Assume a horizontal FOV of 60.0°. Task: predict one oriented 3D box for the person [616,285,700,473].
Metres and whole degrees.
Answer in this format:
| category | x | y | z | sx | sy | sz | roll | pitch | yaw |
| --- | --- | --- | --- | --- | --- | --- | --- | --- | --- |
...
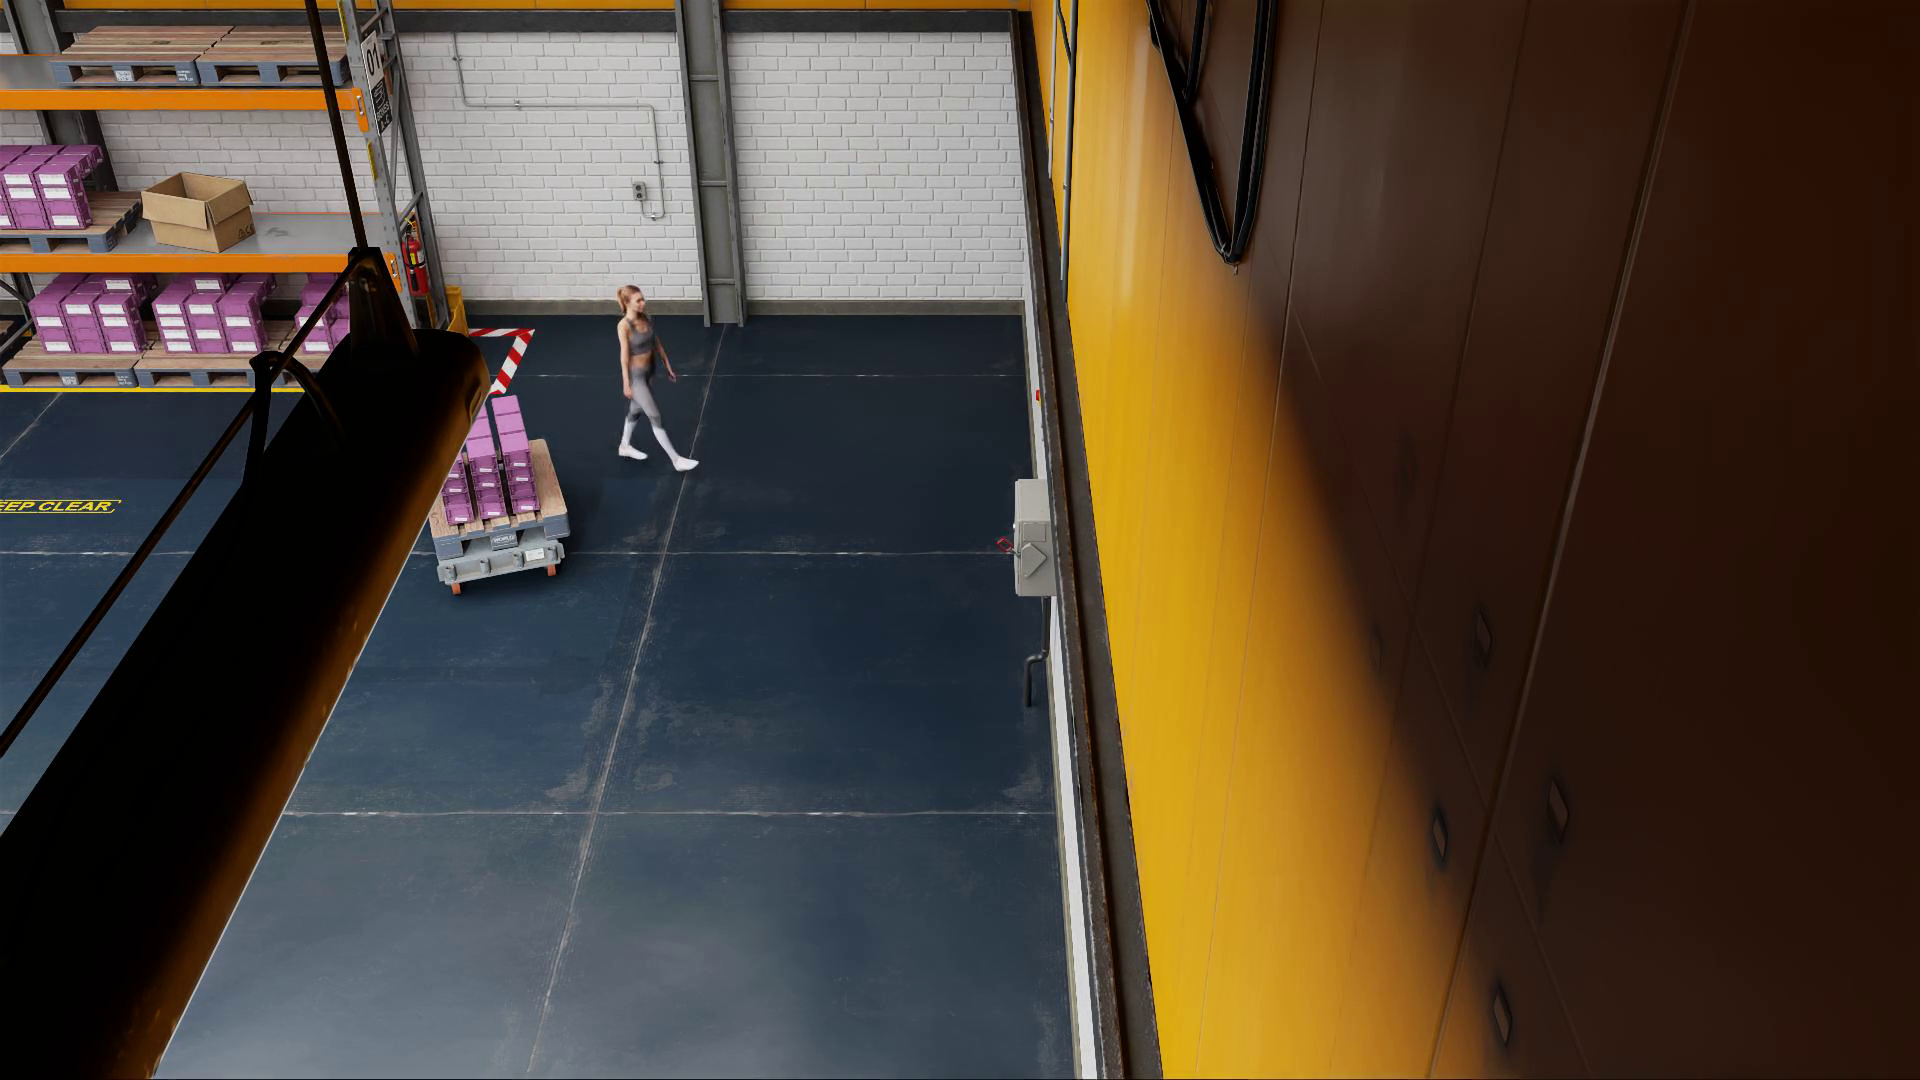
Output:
| category | x | y | z | sx | sy | sz | roll | pitch | yaw |
| --- | --- | --- | --- | --- | --- | --- | --- | --- | --- |
| person | -2.740 | -1.362 | 13.932 | 1.150 | 1.661 | 0.868 | 13 | 36 | 18 |
